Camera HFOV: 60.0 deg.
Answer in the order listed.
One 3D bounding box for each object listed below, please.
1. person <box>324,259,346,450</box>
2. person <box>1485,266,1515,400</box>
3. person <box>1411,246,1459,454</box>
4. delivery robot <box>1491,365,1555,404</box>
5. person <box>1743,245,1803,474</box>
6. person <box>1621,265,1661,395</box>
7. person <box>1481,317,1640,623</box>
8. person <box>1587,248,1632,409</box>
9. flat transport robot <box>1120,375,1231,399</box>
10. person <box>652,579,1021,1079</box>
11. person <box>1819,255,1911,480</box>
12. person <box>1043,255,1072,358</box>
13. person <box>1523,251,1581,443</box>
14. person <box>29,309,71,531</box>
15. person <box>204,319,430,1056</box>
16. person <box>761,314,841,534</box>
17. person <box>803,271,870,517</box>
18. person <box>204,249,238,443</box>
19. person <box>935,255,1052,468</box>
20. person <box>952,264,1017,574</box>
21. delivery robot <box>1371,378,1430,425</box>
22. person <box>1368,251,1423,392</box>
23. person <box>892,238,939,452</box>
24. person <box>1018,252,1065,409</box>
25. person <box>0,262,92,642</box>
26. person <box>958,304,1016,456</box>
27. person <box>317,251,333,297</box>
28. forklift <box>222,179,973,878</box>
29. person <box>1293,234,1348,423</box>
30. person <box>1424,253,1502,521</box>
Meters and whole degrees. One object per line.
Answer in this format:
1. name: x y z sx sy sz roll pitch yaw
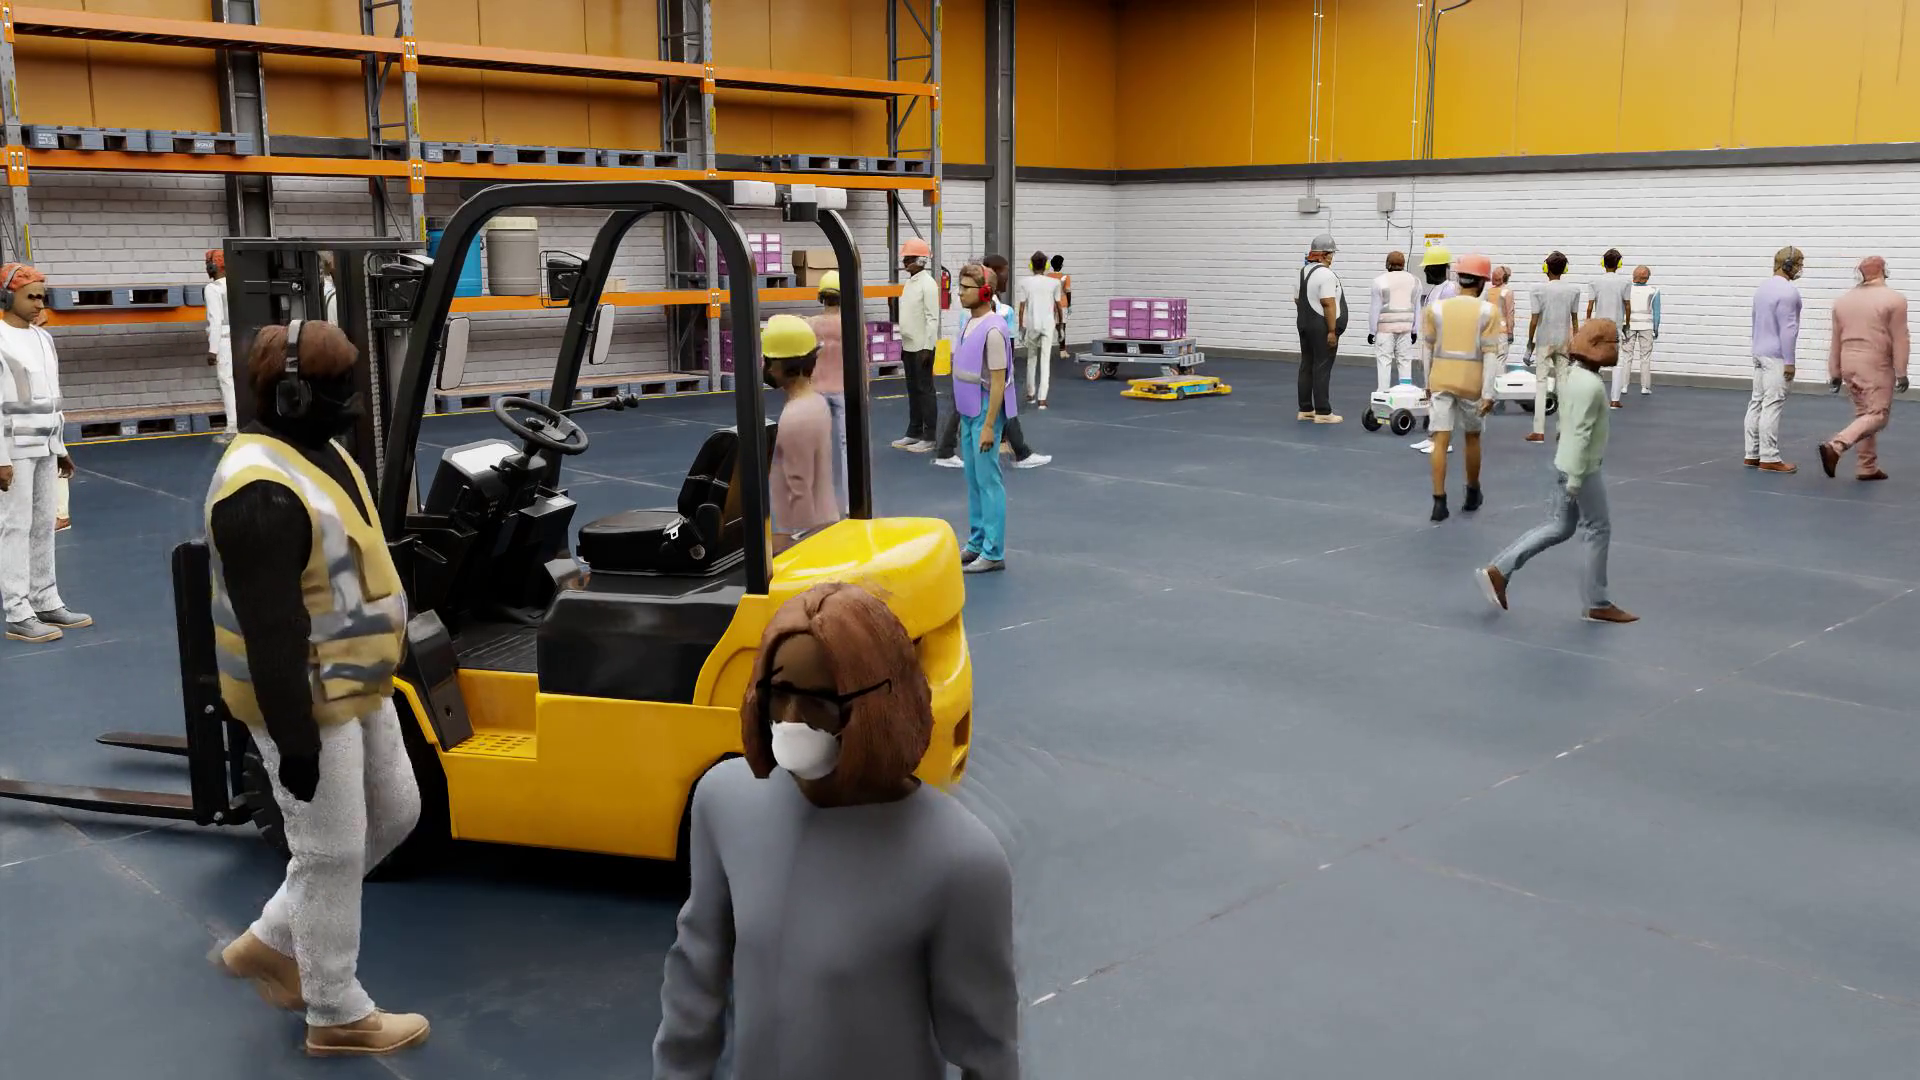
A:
1. person: -5.246 -1.492 14.211 0.350 1.846 0.506 -7 13 -34
2. person: 6.661 -2.559 20.581 0.309 1.645 0.515 -4 11 -23
3. person: 4.429 -1.764 15.482 0.385 1.922 0.594 0 10 1
4. delivery robot: 6.348 -1.745 18.859 0.707 0.478 0.477 -1 10 -4
5. person: 6.978 -1.541 14.241 0.370 1.934 0.627 0 10 2
6. person: 8.633 -2.667 21.179 0.514 1.642 0.310 5 12 26
7. person: 3.188 -0.366 8.717 0.736 1.608 0.502 2 11 12
8. person: 7.585 -2.472 19.485 0.520 1.873 0.328 4 11 21
9. flat transport robot: 2.718 -1.926 20.875 1.431 0.197 0.652 -10 15 -44
10. person: -0.142 0.820 2.296 0.500 1.591 0.853 7 13 35
11. person: 7.383 -1.392 13.603 0.745 1.866 0.648 -3 11 -17
12. person: 1.595 -3.842 27.433 0.540 1.696 0.315 5 11 25
13. person: 5.784 -1.882 16.268 0.518 1.874 0.327 0 10 1
14. person: -6.336 -0.867 11.374 0.500 1.636 0.284 6 12 31
15. person: -1.558 0.384 4.029 0.438 1.830 0.655 -1 10 -7
16. person: -0.566 -0.033 6.576 0.891 1.722 0.527 2 11 8
17. person: -0.906 -1.045 11.996 0.534 1.767 0.317 2 11 10
18. person: -7.175 -1.889 16.276 0.349 1.882 0.577 1 10 7
19. person: 0.255 -1.543 14.470 1.027 1.853 0.603 -1 10 -6
20. person: 0.134 -0.728 10.036 0.389 1.850 0.566 -3 11 -17
21. delivery robot: 4.583 -1.424 17.109 0.707 0.478 0.477 -5 12 -28
22. person: 5.040 -2.436 19.370 0.629 1.842 0.429 -2 11 -9
23. person: -0.402 -1.829 15.636 0.374 1.997 0.613 -5 12 -26
24. person: 0.966 -2.485 19.732 0.539 1.811 0.977 1 10 6
25. person: -4.688 -0.441 8.373 0.354 1.884 0.573 0 10 2
26. person: 0.248 -1.615 15.290 0.537 1.696 0.321 2 11 10
27. person: -6.395 -1.932 16.429 0.588 1.914 0.634 -7 13 -34
28. forklift: -1.114 -0.058 5.440 2.313 2.155 1.214 2 11 13
29. person: 3.944 -2.299 18.079 0.537 2.000 0.679 -3 11 -18
30. person: 3.630 -1.113 12.033 0.566 1.888 0.949 5 12 27
